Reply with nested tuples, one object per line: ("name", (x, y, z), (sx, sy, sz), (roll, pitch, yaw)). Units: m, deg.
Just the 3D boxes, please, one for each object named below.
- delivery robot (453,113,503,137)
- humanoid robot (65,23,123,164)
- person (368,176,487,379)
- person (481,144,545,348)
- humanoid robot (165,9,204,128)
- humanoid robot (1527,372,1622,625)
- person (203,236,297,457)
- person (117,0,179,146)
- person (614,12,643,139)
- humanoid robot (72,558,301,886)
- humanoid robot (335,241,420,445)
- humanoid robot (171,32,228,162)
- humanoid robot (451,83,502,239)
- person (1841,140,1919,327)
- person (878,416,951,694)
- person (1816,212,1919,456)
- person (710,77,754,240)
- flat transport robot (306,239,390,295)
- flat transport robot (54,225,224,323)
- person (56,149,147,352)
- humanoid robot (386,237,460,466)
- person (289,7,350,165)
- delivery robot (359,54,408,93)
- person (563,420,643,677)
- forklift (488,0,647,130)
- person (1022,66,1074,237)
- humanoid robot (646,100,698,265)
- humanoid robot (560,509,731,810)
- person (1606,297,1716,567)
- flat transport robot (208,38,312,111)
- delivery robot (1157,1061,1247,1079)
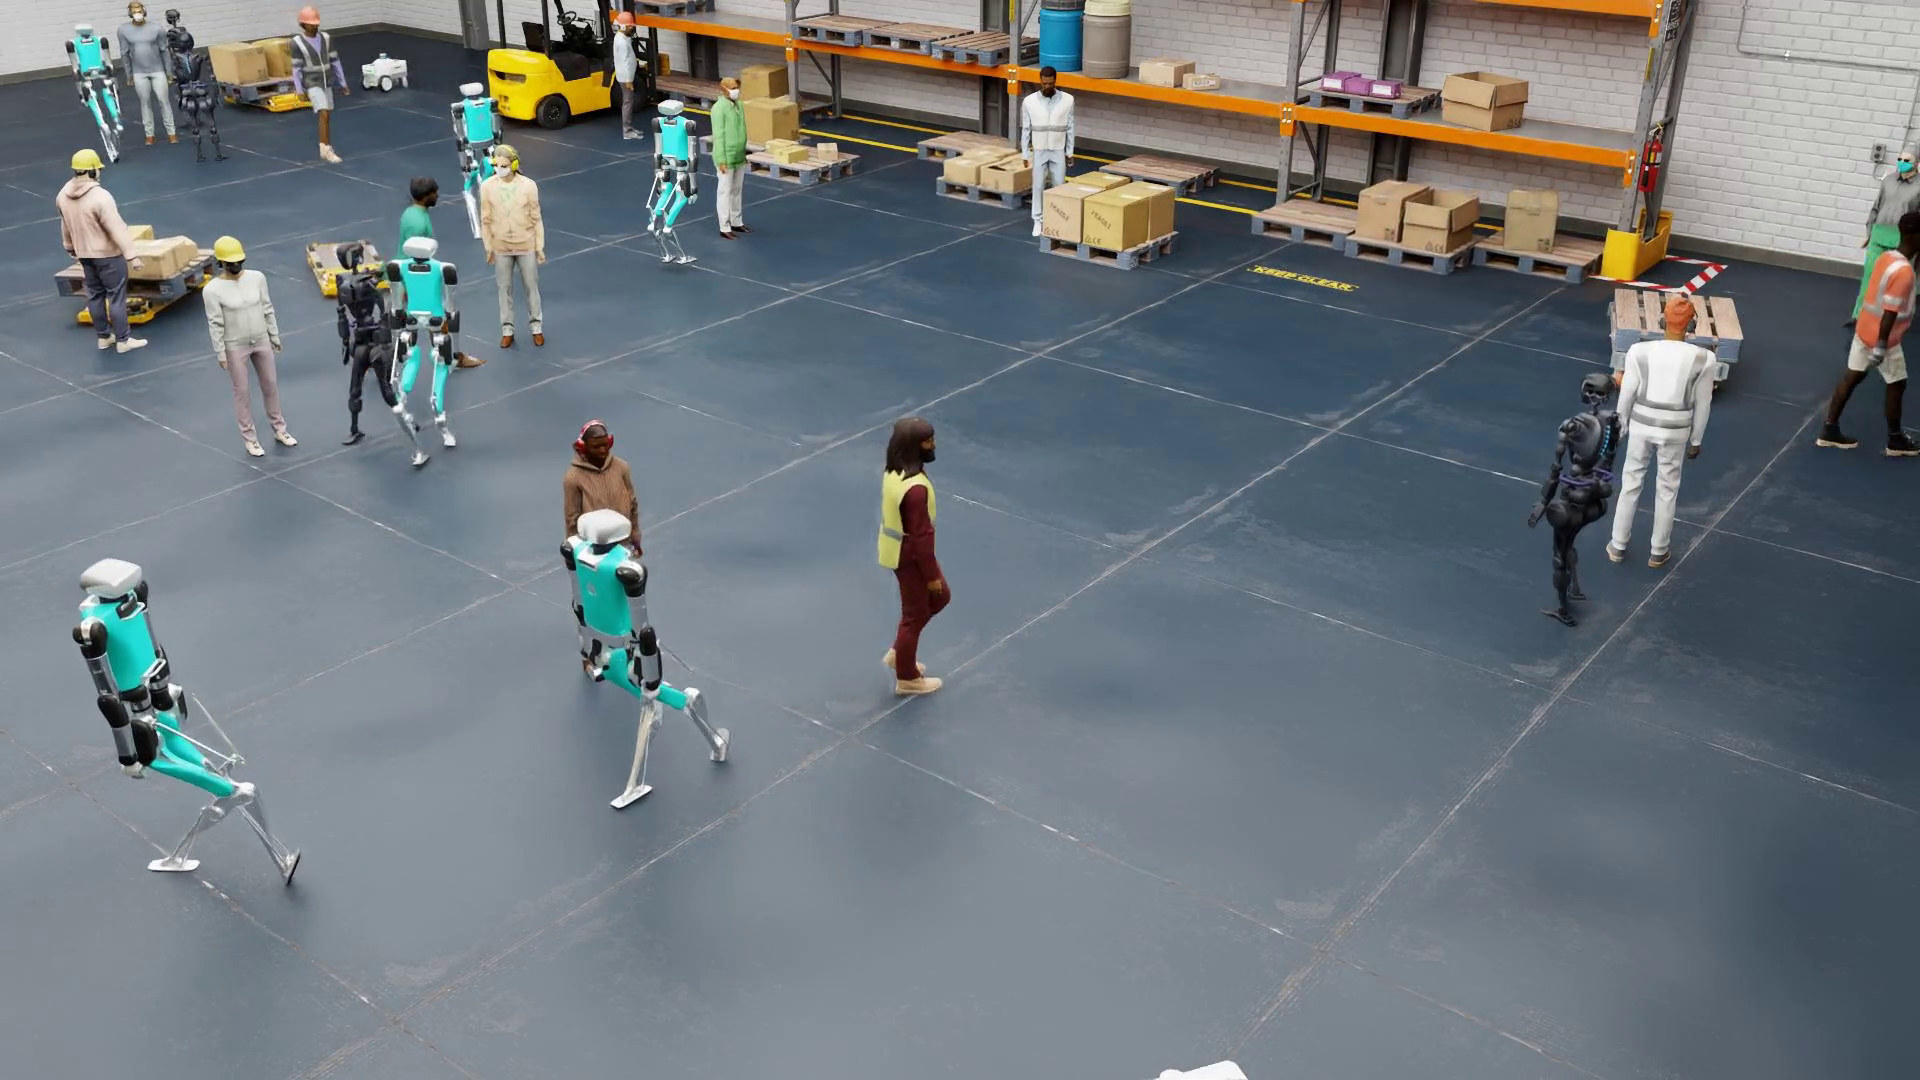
("delivery robot", (-6.932, -6.031, 23.719), (0.499, 0.583, 0.758), (-23, 34, -39))
("humanoid robot", (-11.414, -5.887, 22.166), (0.535, 1.856, 0.818), (-18, 31, -33))
("person", (-4.828, -2.297, 14.613), (1.033, 1.781, 0.511), (-13, 29, -25))
("person", (-4.112, -2.714, 15.348), (0.552, 1.876, 0.402), (-4, 26, -8))
("humanoid robot", (-11.281, -6.841, 24.107), (0.332, 1.651, 0.599), (4, 26, 7))
("humanoid robot", (3.888, -0.265, 10.503), (0.602, 1.651, 0.387), (-14, 29, -27))
("person", (-5.571, -1.522, 13.010), (0.334, 1.760, 0.529), (19, 32, 35))
("person", (-11.238, -6.465, 23.041), (0.632, 1.940, 0.369), (-10, 28, -20))
("person", (-4.674, -6.543, 23.427), (0.351, 1.738, 0.575), (-5, 26, -11))
("humanoid robot", (-3.616, 0.909, 8.013), (0.961, 1.771, 0.533), (0, 26, 0))
("humanoid robot", (-4.708, -1.564, 13.235), (0.598, 1.642, 0.590), (15, 29, 27))
("humanoid robot", (-10.162, -5.903, 22.156), (0.599, 1.659, 0.315), (-2, 26, -4))
("humanoid robot", (-5.459, -4.290, 18.708), (0.539, 1.739, 0.688), (-20, 32, -35))
("person", (8.784, -2.848, 15.661), (0.327, 1.839, 0.520), (-17, 31, -32))
("person", (-0.252, 0.118, 9.618), (0.447, 1.755, 0.475), (-2, 26, -5))
("person", (7.311, -1.592, 12.941), (0.899, 1.933, 0.617), (5, 26, 10))
("person", (-2.579, -4.312, 18.759), (0.387, 1.784, 0.537), (12, 28, 24))
("flat transport robot", (-6.473, -2.889, 17.553), (0.659, 0.231, 1.431), (-12, 28, -23))
("flat transport robot", (-8.188, -2.486, 16.719), (0.659, 0.231, 1.431), (2, 26, 4))
("person", (-7.855, -2.619, 15.175), (0.820, 1.855, 0.434), (9, 27, 19))
("humanoid robot", (-4.127, -1.393, 12.791), (0.576, 1.775, 0.891), (-1, 26, -2))
("person", (-8.413, -6.006, 22.013), (0.819, 2.014, 0.630), (15, 30, 29))
("delivery robot", (-9.292, -7.549, 26.848), (0.499, 0.570, 0.742), (13, 29, 25))
("person", (-2.122, 0.040, 9.906), (0.461, 1.644, 0.313), (-18, 31, -32))
("forklift", (-5.874, -7.334, 24.552), (1.214, 2.155, 2.313), (19, 32, 34))
("person", (0.990, -4.384, 18.773), (0.597, 1.907, 0.412), (-1, 26, -2))
("humanoid robot", (-3.076, -3.700, 17.391), (0.533, 1.677, 0.735), (12, 28, 23))
("humanoid robot", (-1.572, 0.564, 8.752), (0.558, 1.793, 0.935), (17, 31, 32))
("person", (4.703, -0.718, 11.198), (0.572, 1.887, 0.354), (11, 28, 22))
("flat transport robot", (-10.716, -6.854, 25.766), (1.431, 0.231, 0.659), (18, 31, 33))
("delivery robot", (0.837, 2.313, 6.461), (0.774, 0.603, 0.504), (-10, 27, -19))
